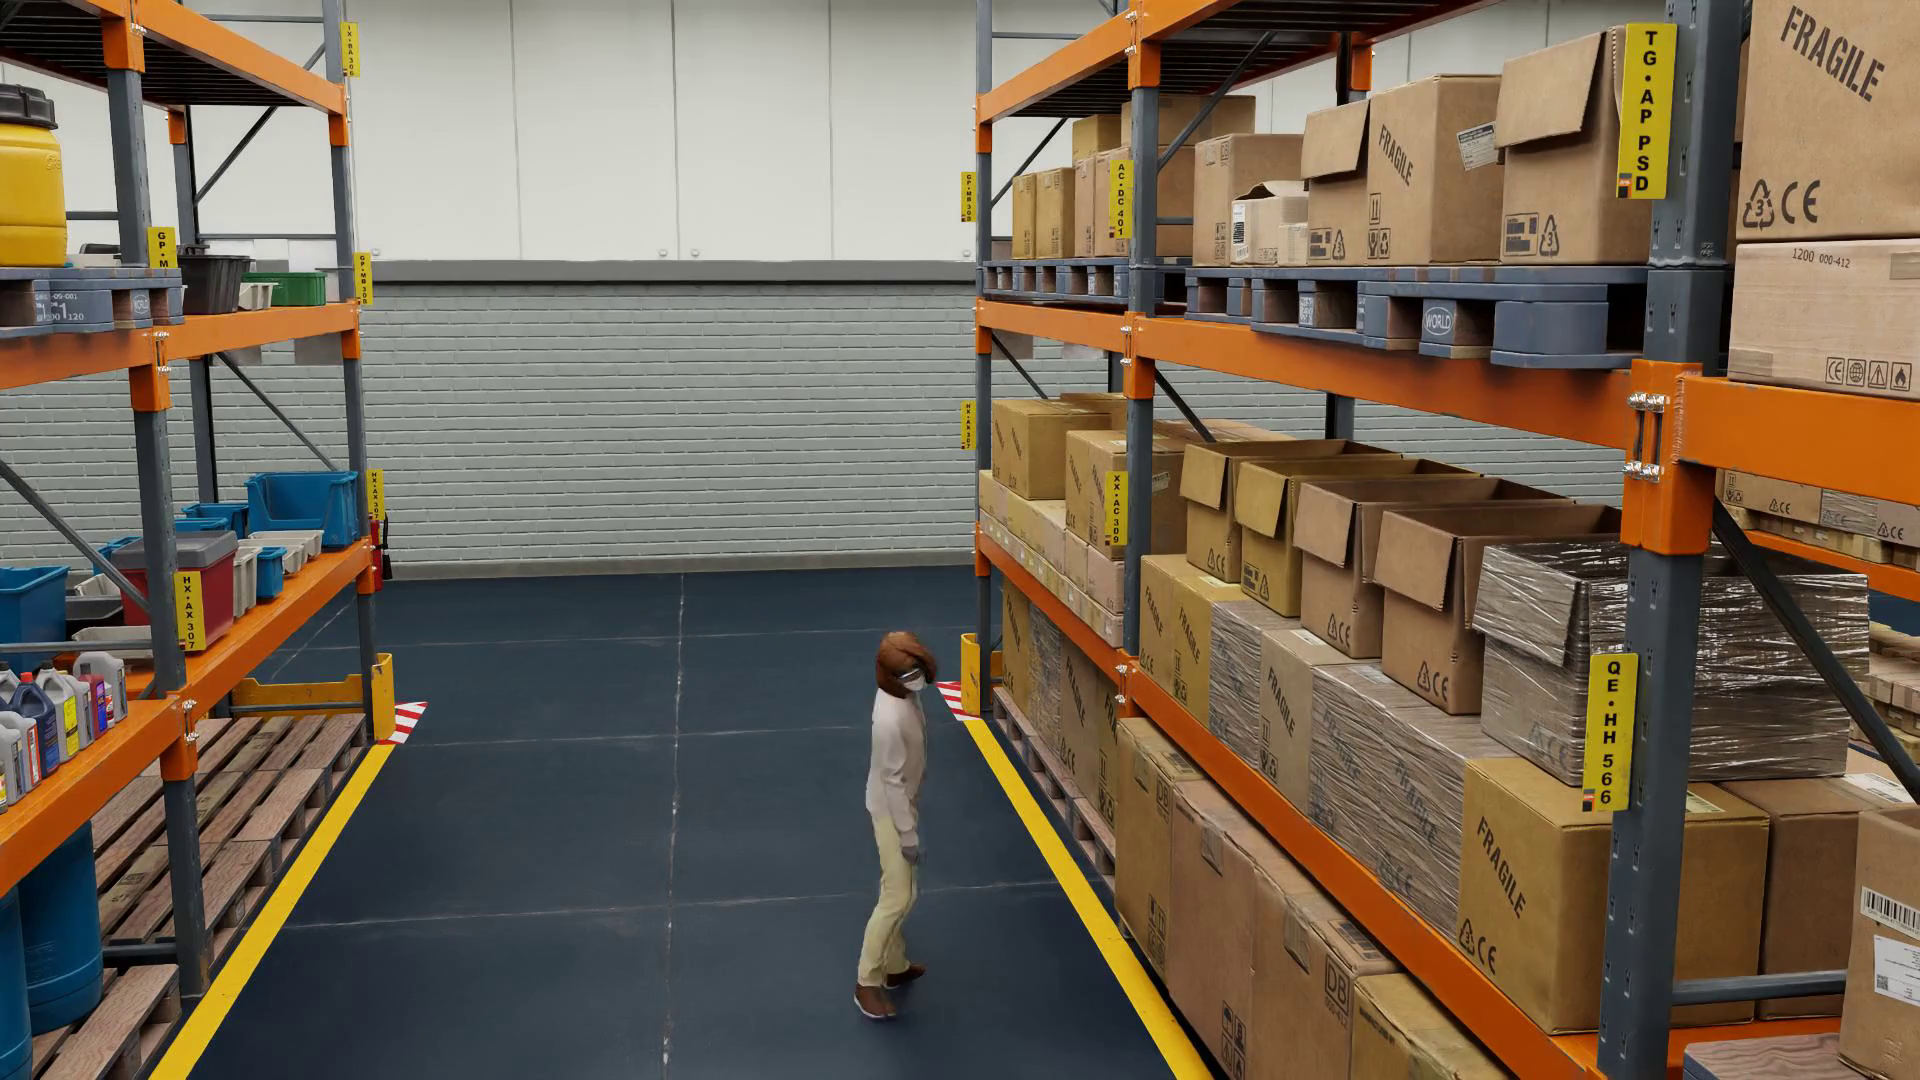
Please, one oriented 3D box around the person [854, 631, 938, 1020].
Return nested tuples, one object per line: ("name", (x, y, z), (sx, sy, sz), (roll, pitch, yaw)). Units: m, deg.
("person", (-0.252, 1.137, 6.866), (0.341, 1.598, 0.591), (0, 9, 2))
